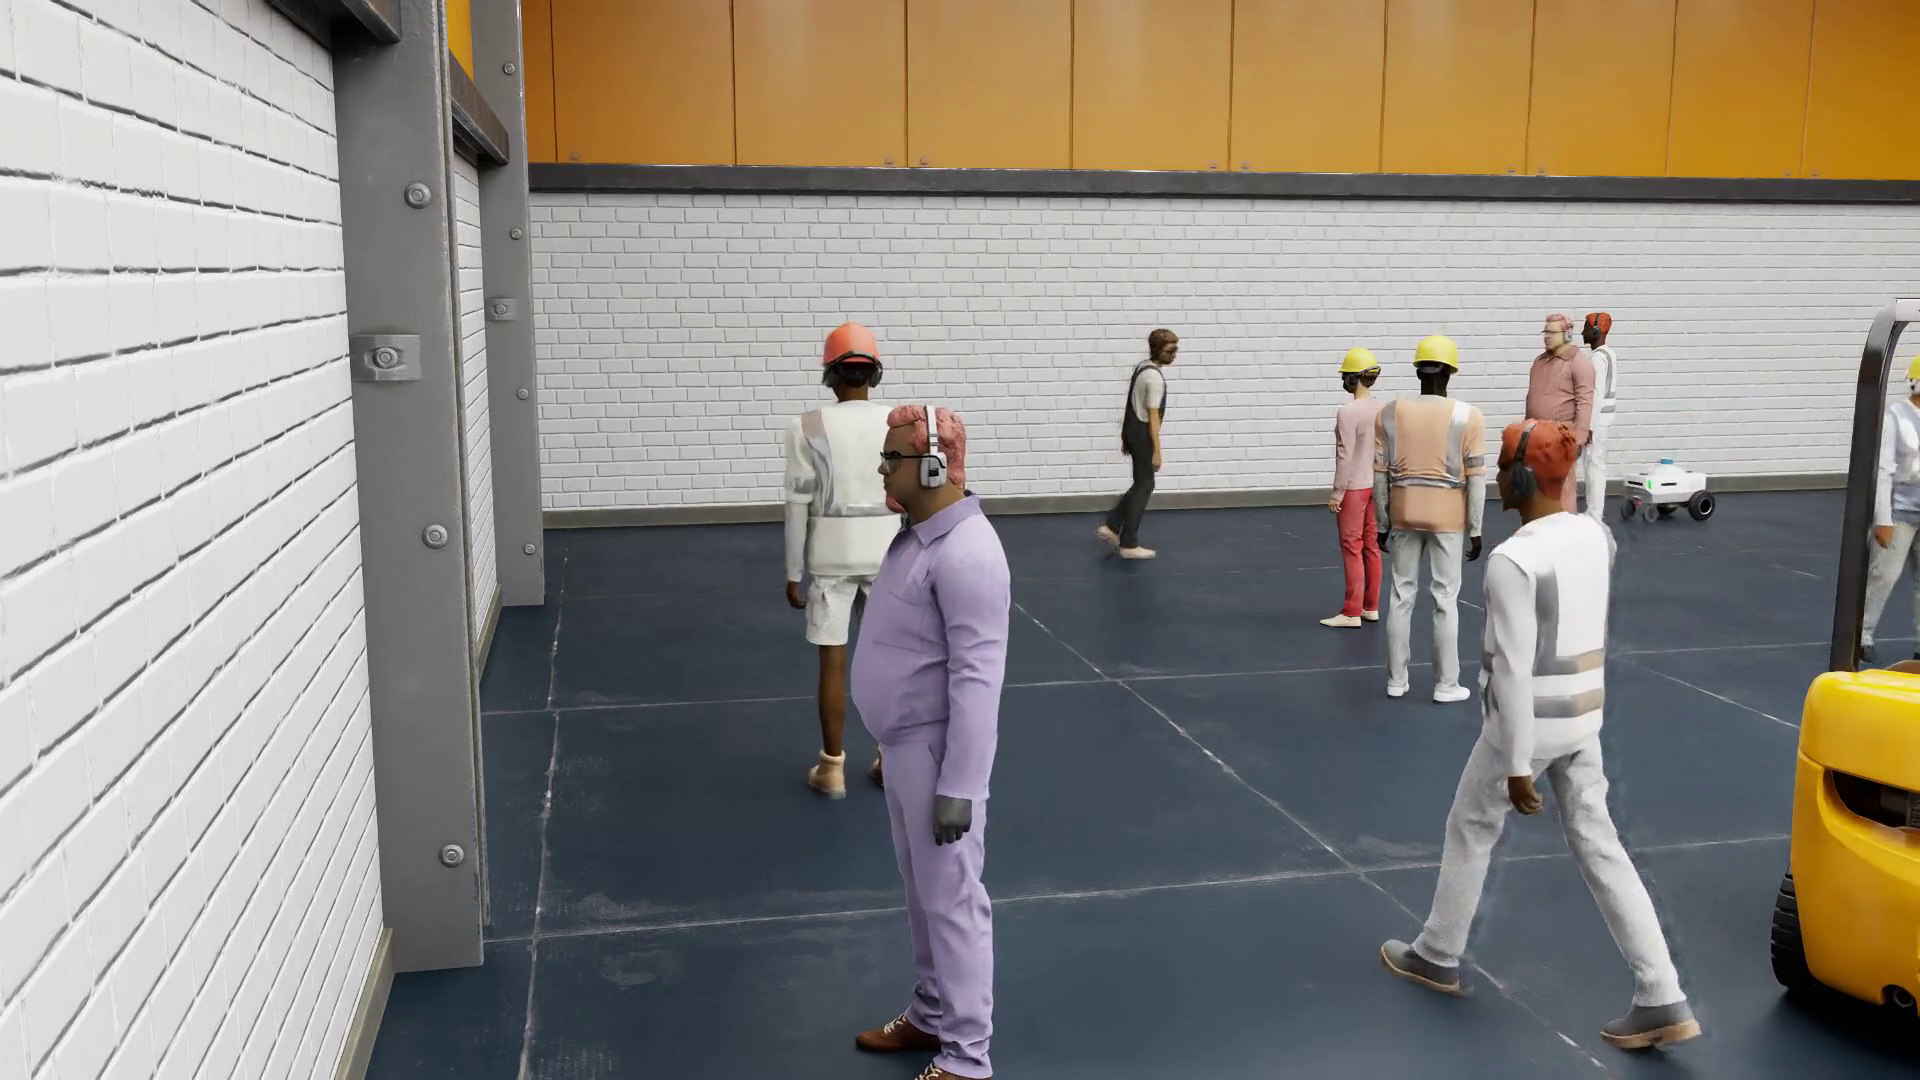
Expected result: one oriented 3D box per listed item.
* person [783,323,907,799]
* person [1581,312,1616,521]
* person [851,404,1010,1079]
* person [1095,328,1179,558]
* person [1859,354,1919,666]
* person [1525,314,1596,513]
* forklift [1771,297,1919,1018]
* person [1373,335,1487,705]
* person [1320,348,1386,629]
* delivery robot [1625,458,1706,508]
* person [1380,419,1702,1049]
[{"bbox_3d":[-0.460,0.092,7.162,0.618,2.037,0.410,-3,10,-16],"label":"person"},{"bbox_3d":[5.451,-1.012,14.324,0.351,1.882,0.581,5,10,26],"label":"person"},{"bbox_3d":[-0.094,0.581,4.540,0.409,1.906,0.652,-2,10,-14],"label":"person"},{"bbox_3d":[1.393,-0.738,12.899,0.576,1.803,0.568,0,9,-3],"label":"person"},{"bbox_3d":[5.386,-0.168,9.396,0.602,1.832,0.457,-2,10,-15],"label":"person"},{"bbox_3d":[4.637,-0.812,13.038,0.409,1.905,0.651,-4,10,-21],"label":"person"},{"bbox_3d":[3.542,0.334,5.177,2.313,2.155,1.214,-9,13,-43],"label":"forklift"},{"bbox_3d":[2.441,-0.102,8.667,0.585,1.920,0.373,6,11,31],"label":"person"},{"bbox_3d":[2.494,-0.324,10.491,0.311,1.768,0.533,8,13,42],"label":"person"},{"bbox_3d":[6.337,-0.498,14.942,0.707,0.478,0.477,-4,10,-21],"label":"delivery robot"},{"bbox_3d":[1.748,0.560,4.912,0.571,1.842,1.012,-6,11,-34],"label":"person"}]
